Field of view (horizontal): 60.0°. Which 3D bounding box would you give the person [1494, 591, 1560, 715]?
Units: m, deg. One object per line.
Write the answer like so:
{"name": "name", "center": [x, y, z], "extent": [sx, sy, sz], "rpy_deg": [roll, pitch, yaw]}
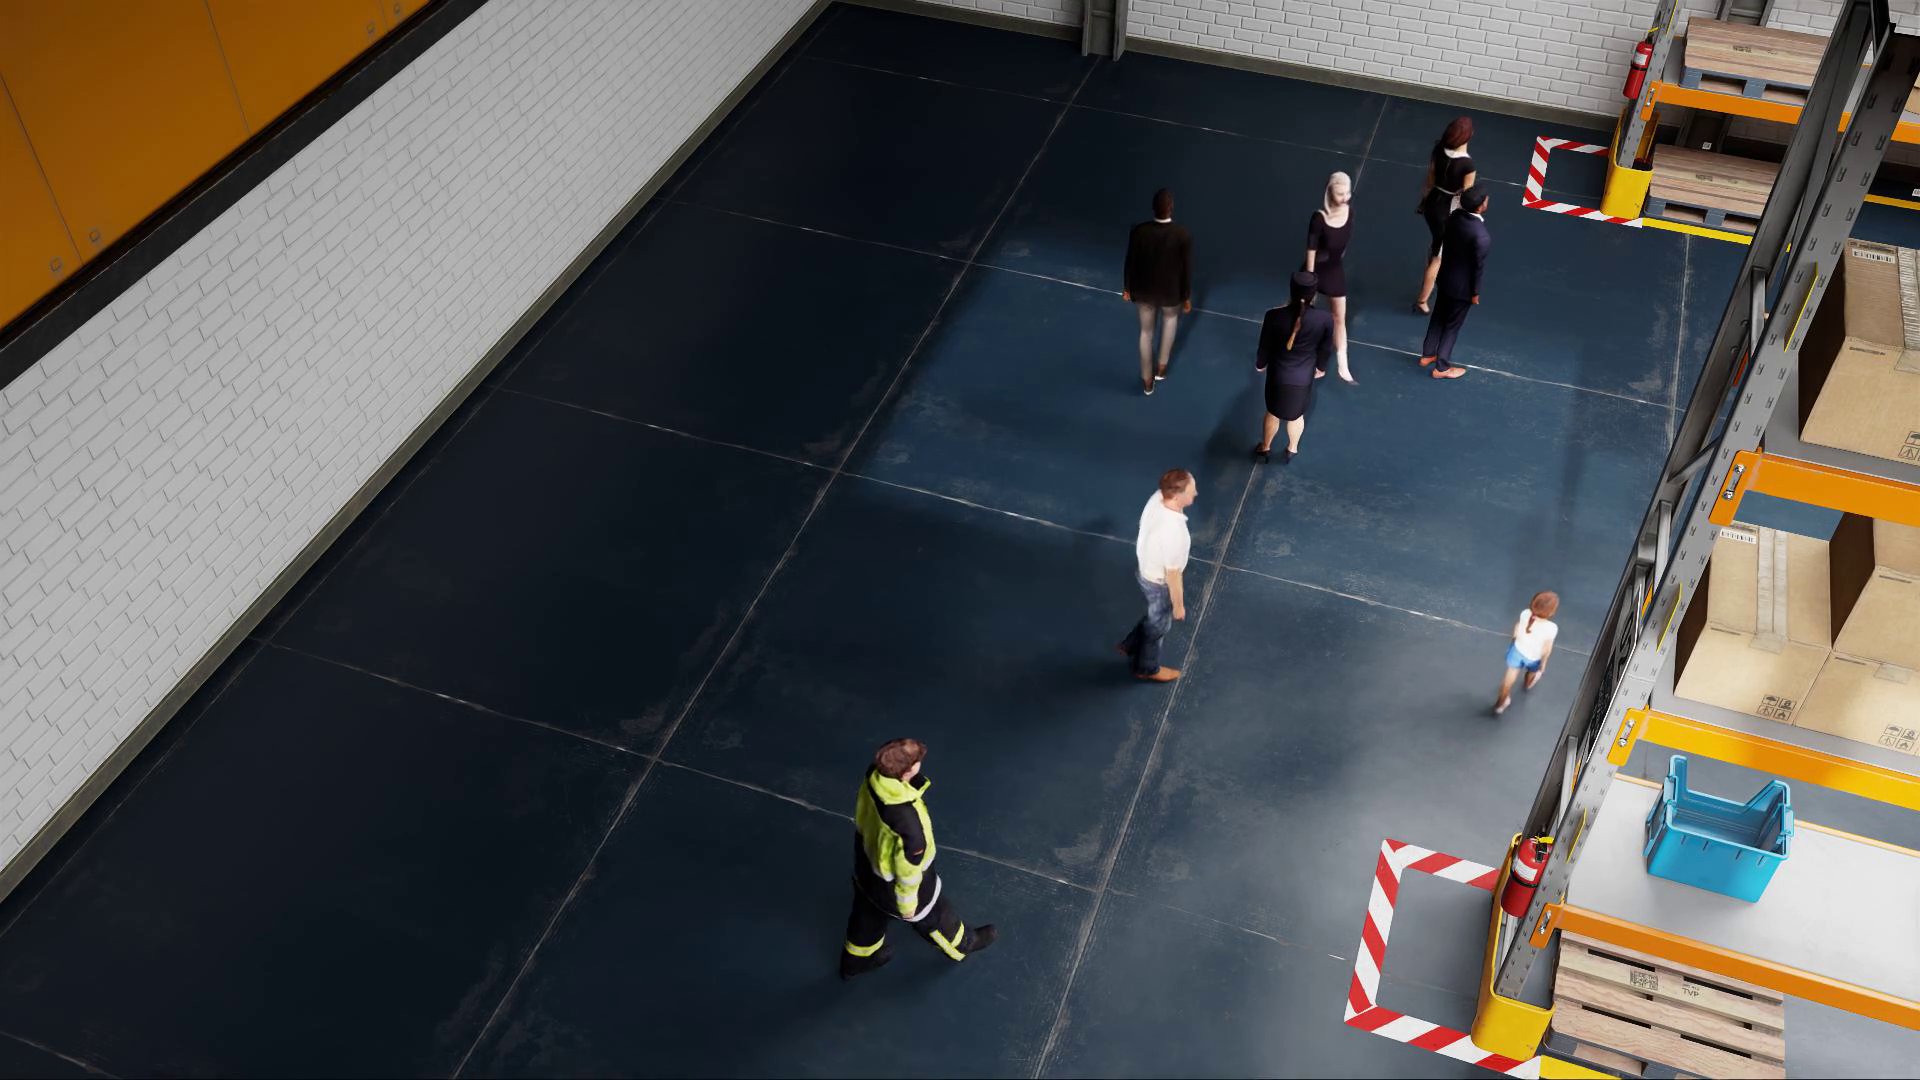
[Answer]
{"name": "person", "center": [3.635, 0.735, 10.720], "extent": [0.707, 0.994, 0.651], "rpy_deg": [32, 52, 29]}

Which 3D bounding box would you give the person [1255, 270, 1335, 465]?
{"name": "person", "center": [2.444, -1.244, 12.310], "extent": [0.651, 1.667, 0.813], "rpy_deg": [4, 44, 5]}

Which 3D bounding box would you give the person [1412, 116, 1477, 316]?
{"name": "person", "center": [3.890, -2.620, 13.670], "extent": [0.838, 1.783, 0.754], "rpy_deg": [-23, 48, -22]}

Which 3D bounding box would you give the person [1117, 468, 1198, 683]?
{"name": "person", "center": [1.189, 0.236, 10.627], "extent": [0.782, 1.845, 0.784], "rpy_deg": [0, 44, 0]}

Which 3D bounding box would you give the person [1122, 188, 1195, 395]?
{"name": "person", "center": [1.534, -1.868, 12.876], "extent": [0.657, 1.790, 0.823], "rpy_deg": [5, 44, 5]}

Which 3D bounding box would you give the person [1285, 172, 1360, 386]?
{"name": "person", "center": [2.785, -2.125, 13.154], "extent": [1.112, 1.778, 1.196], "rpy_deg": [-20, 47, -20]}

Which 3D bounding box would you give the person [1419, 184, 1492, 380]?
{"name": "person", "center": [3.913, -2.040, 13.100], "extent": [0.753, 1.729, 0.702], "rpy_deg": [-16, 46, -16]}

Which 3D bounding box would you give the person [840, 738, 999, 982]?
{"name": "person", "center": [-0.440, 1.785, 8.933], "extent": [1.274, 1.939, 1.222], "rpy_deg": [-18, 47, -18]}
